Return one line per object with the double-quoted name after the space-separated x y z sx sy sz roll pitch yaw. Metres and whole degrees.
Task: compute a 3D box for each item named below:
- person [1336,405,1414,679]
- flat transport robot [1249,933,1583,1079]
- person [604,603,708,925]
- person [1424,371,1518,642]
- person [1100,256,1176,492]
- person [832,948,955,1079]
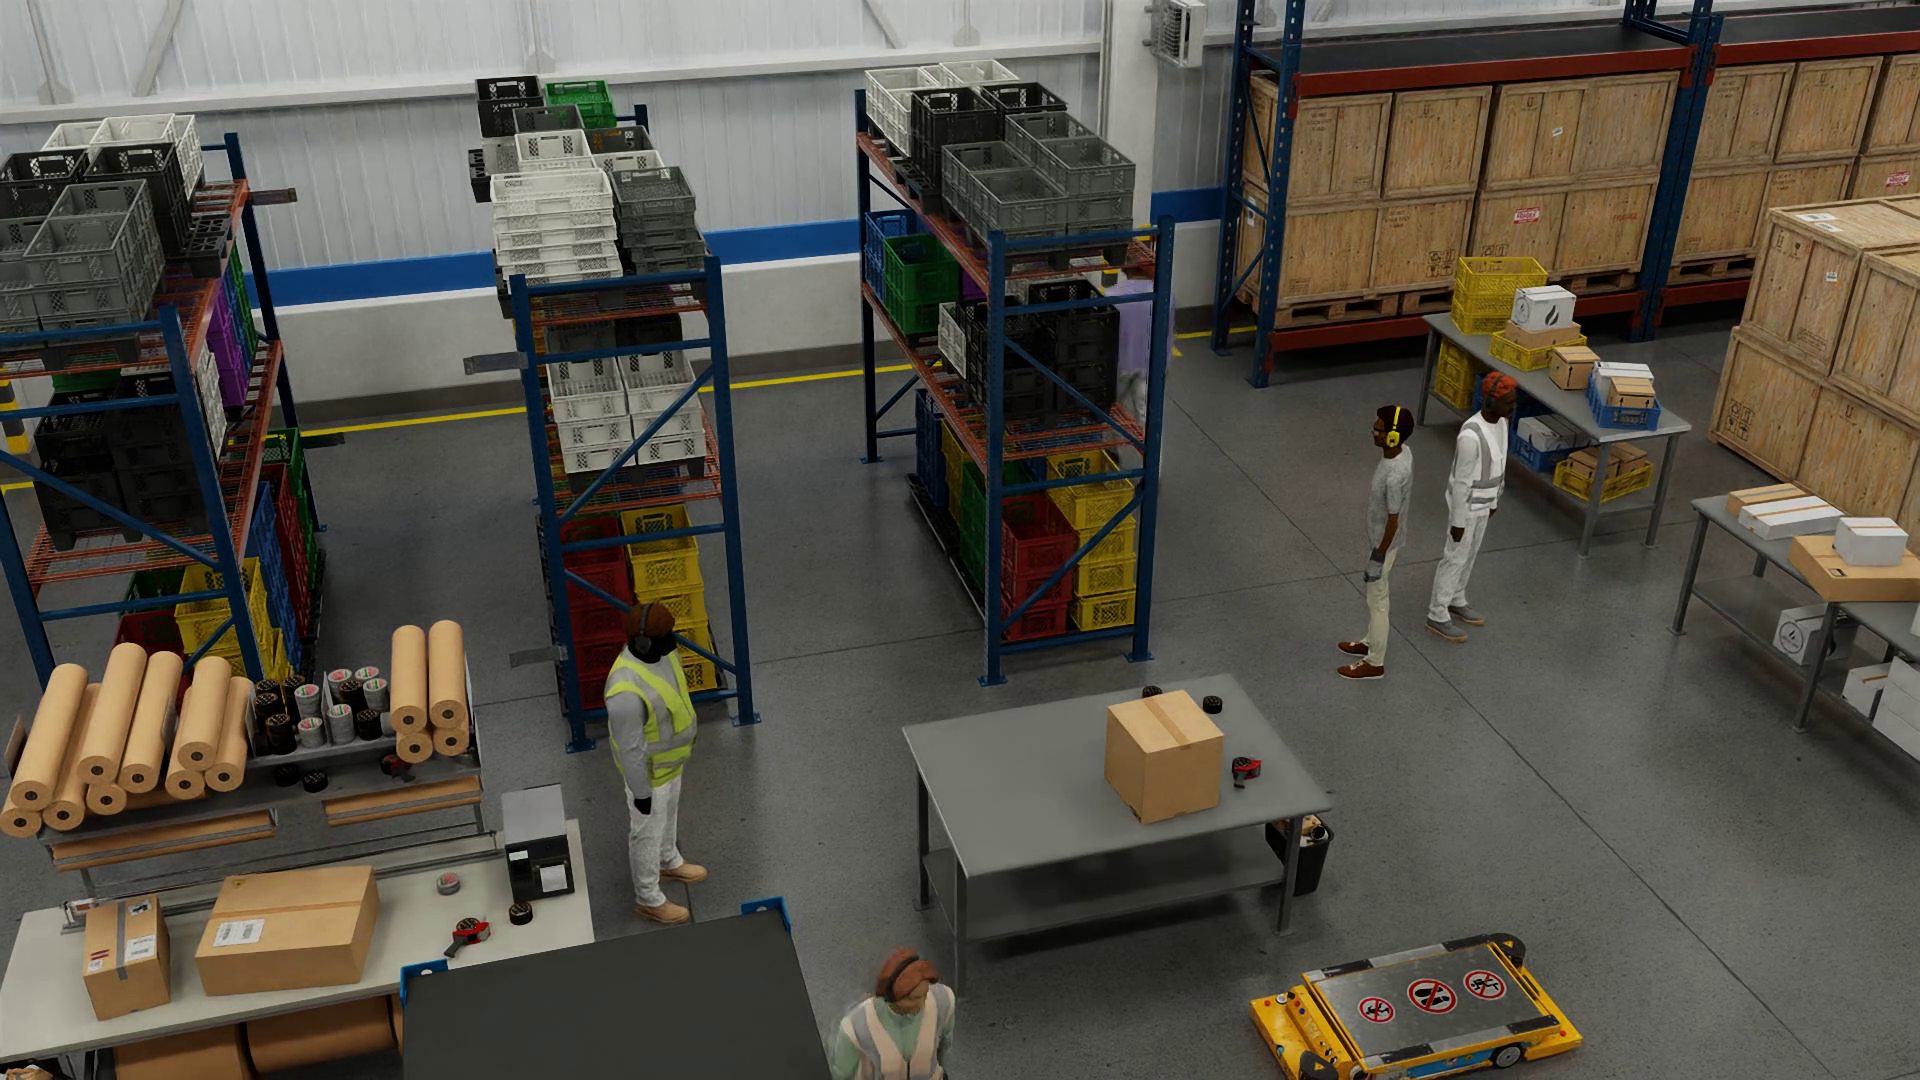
2.629 0.015 10.457 0.329 1.872 0.510 7 30 13 "person"
2.184 2.282 7.980 1.431 0.197 0.652 -8 30 -14 "flat transport robot"
-1.545 1.121 8.488 0.430 1.836 0.629 4 29 7 "person"
3.361 -0.231 10.900 0.344 1.878 0.580 21 35 33 "person"
1.367 -1.325 12.893 0.649 1.893 1.026 -4 29 -8 "person"
-0.306 2.220 6.732 0.573 1.598 0.613 -11 31 -19 "person"
